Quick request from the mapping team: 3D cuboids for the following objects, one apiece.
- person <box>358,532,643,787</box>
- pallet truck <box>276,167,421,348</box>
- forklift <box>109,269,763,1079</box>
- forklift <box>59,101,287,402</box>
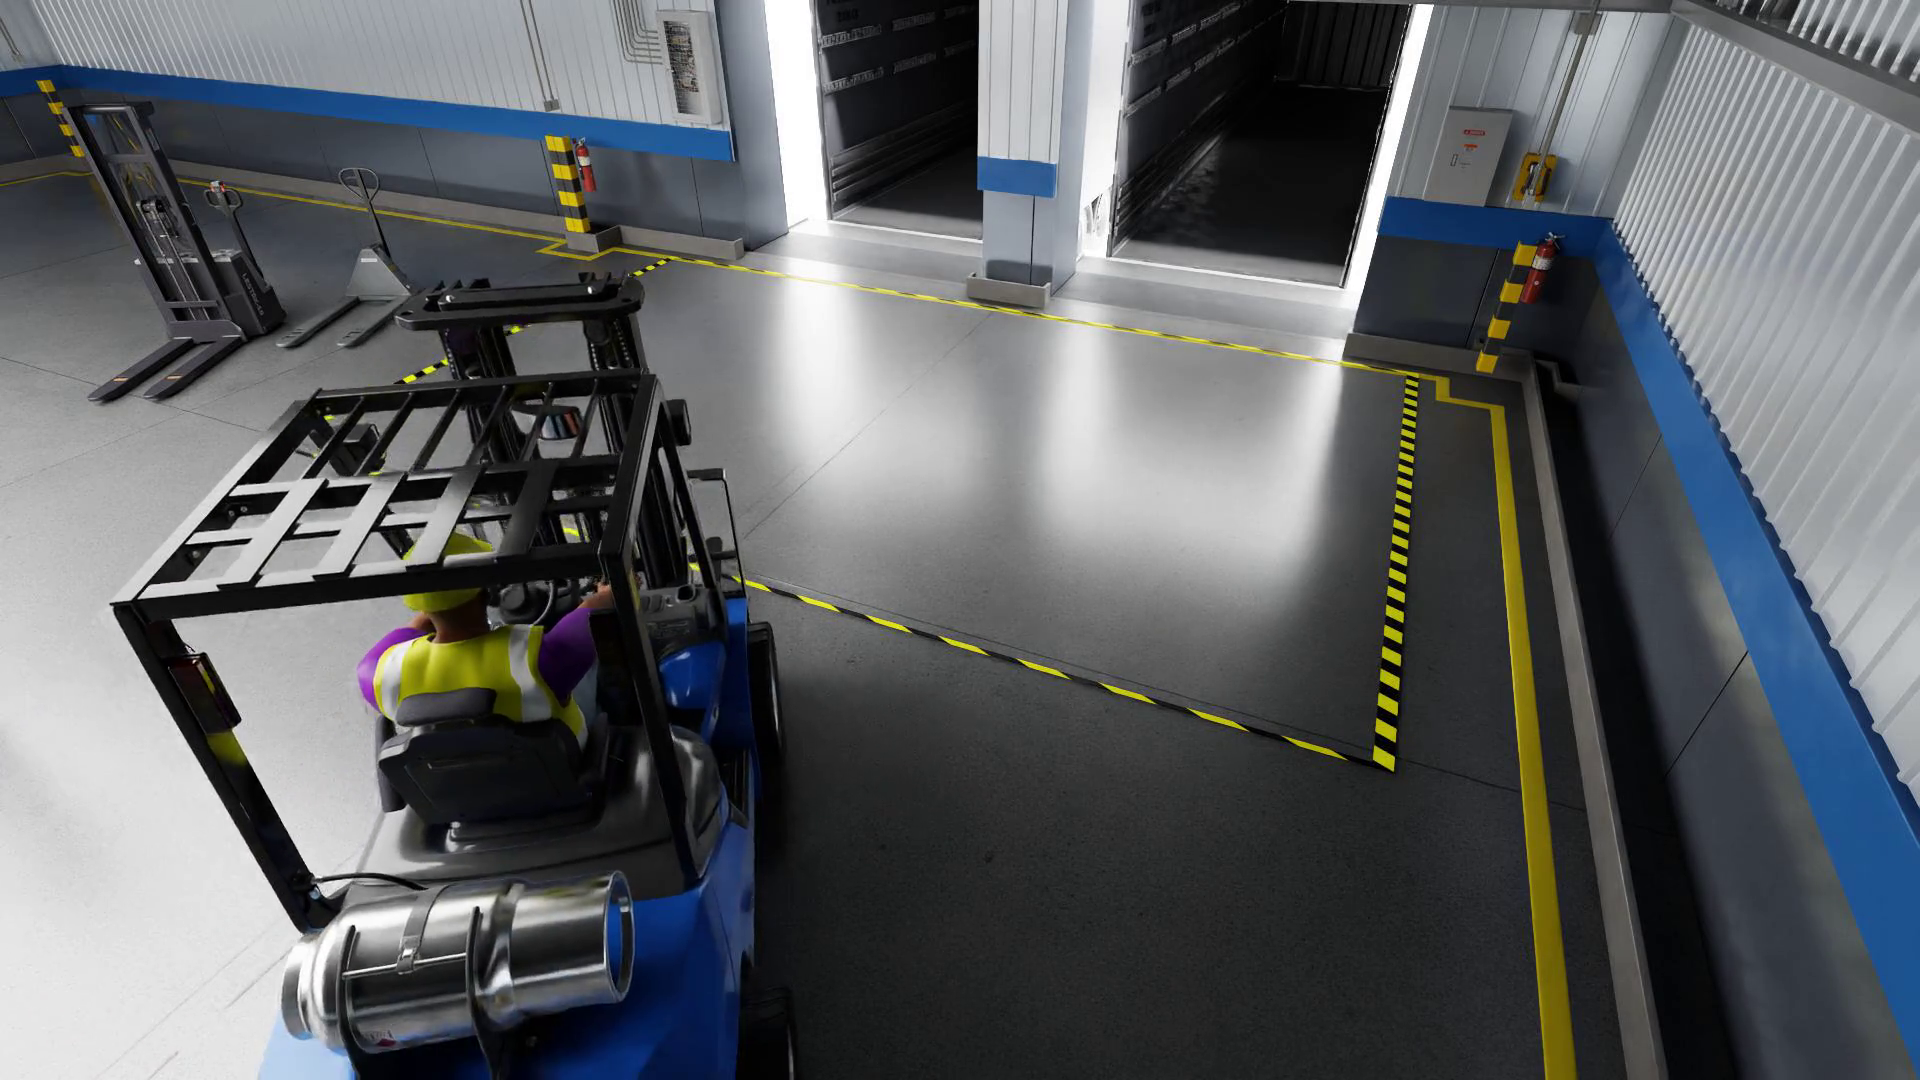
[{"bbox_3d":[-1.343,0.338,2.899,0.635,1.294,1.004,-6,35,-8],"label":"person"},{"bbox_3d":[-5.732,-2.611,8.414,0.680,1.201,1.601,-1,35,-1],"label":"pallet truck"},{"bbox_3d":[-1.340,0.526,2.957,1.157,2.036,2.680,-6,35,-8],"label":"forklift"},{"bbox_3d":[-6.686,-2.387,7.434,0.823,1.965,1.885,-3,35,-5],"label":"forklift"}]
